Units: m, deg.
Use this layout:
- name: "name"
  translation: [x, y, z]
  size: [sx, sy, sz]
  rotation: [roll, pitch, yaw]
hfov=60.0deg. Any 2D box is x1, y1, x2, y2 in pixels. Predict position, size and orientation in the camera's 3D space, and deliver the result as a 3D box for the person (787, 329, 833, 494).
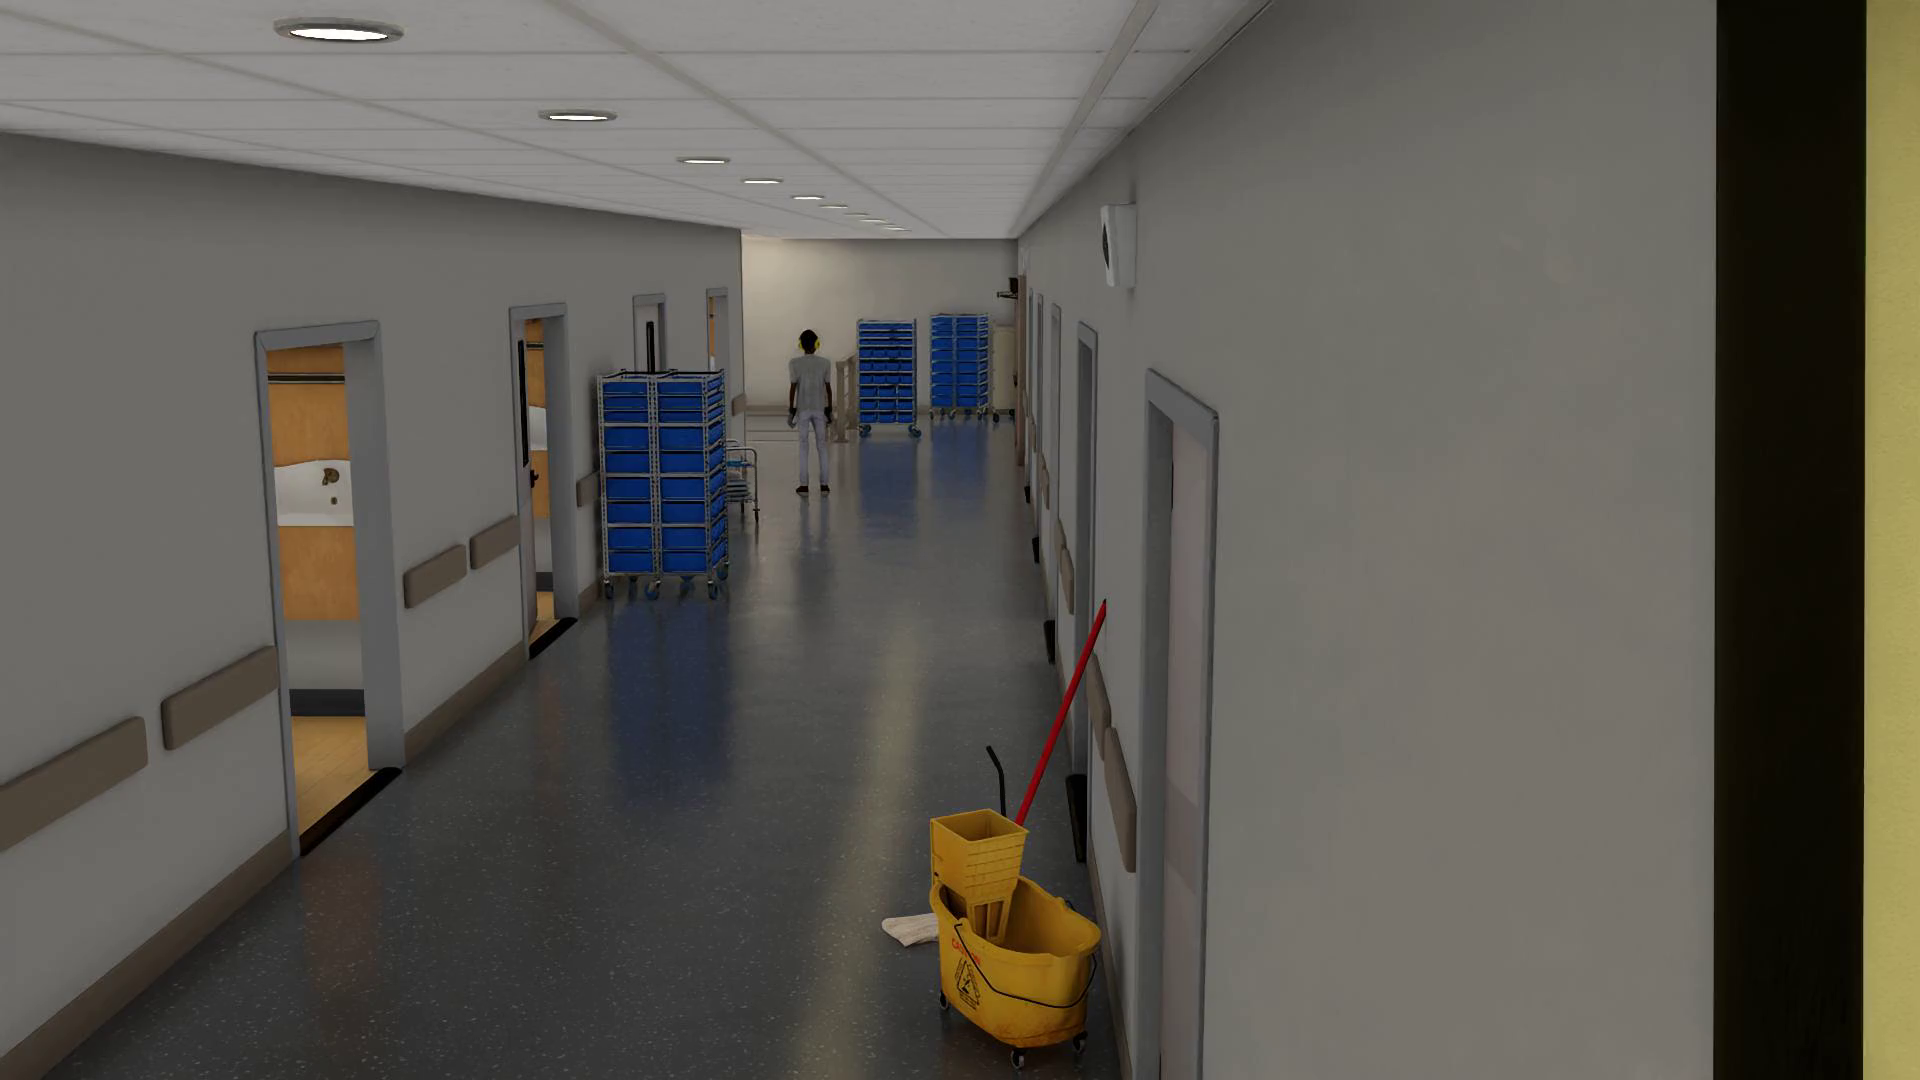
- name: "person"
  translation: [-1.702, -1.452, 18.891]
  size: [0.534, 1.864, 0.313]
  rotation: [-3, 10, -16]
